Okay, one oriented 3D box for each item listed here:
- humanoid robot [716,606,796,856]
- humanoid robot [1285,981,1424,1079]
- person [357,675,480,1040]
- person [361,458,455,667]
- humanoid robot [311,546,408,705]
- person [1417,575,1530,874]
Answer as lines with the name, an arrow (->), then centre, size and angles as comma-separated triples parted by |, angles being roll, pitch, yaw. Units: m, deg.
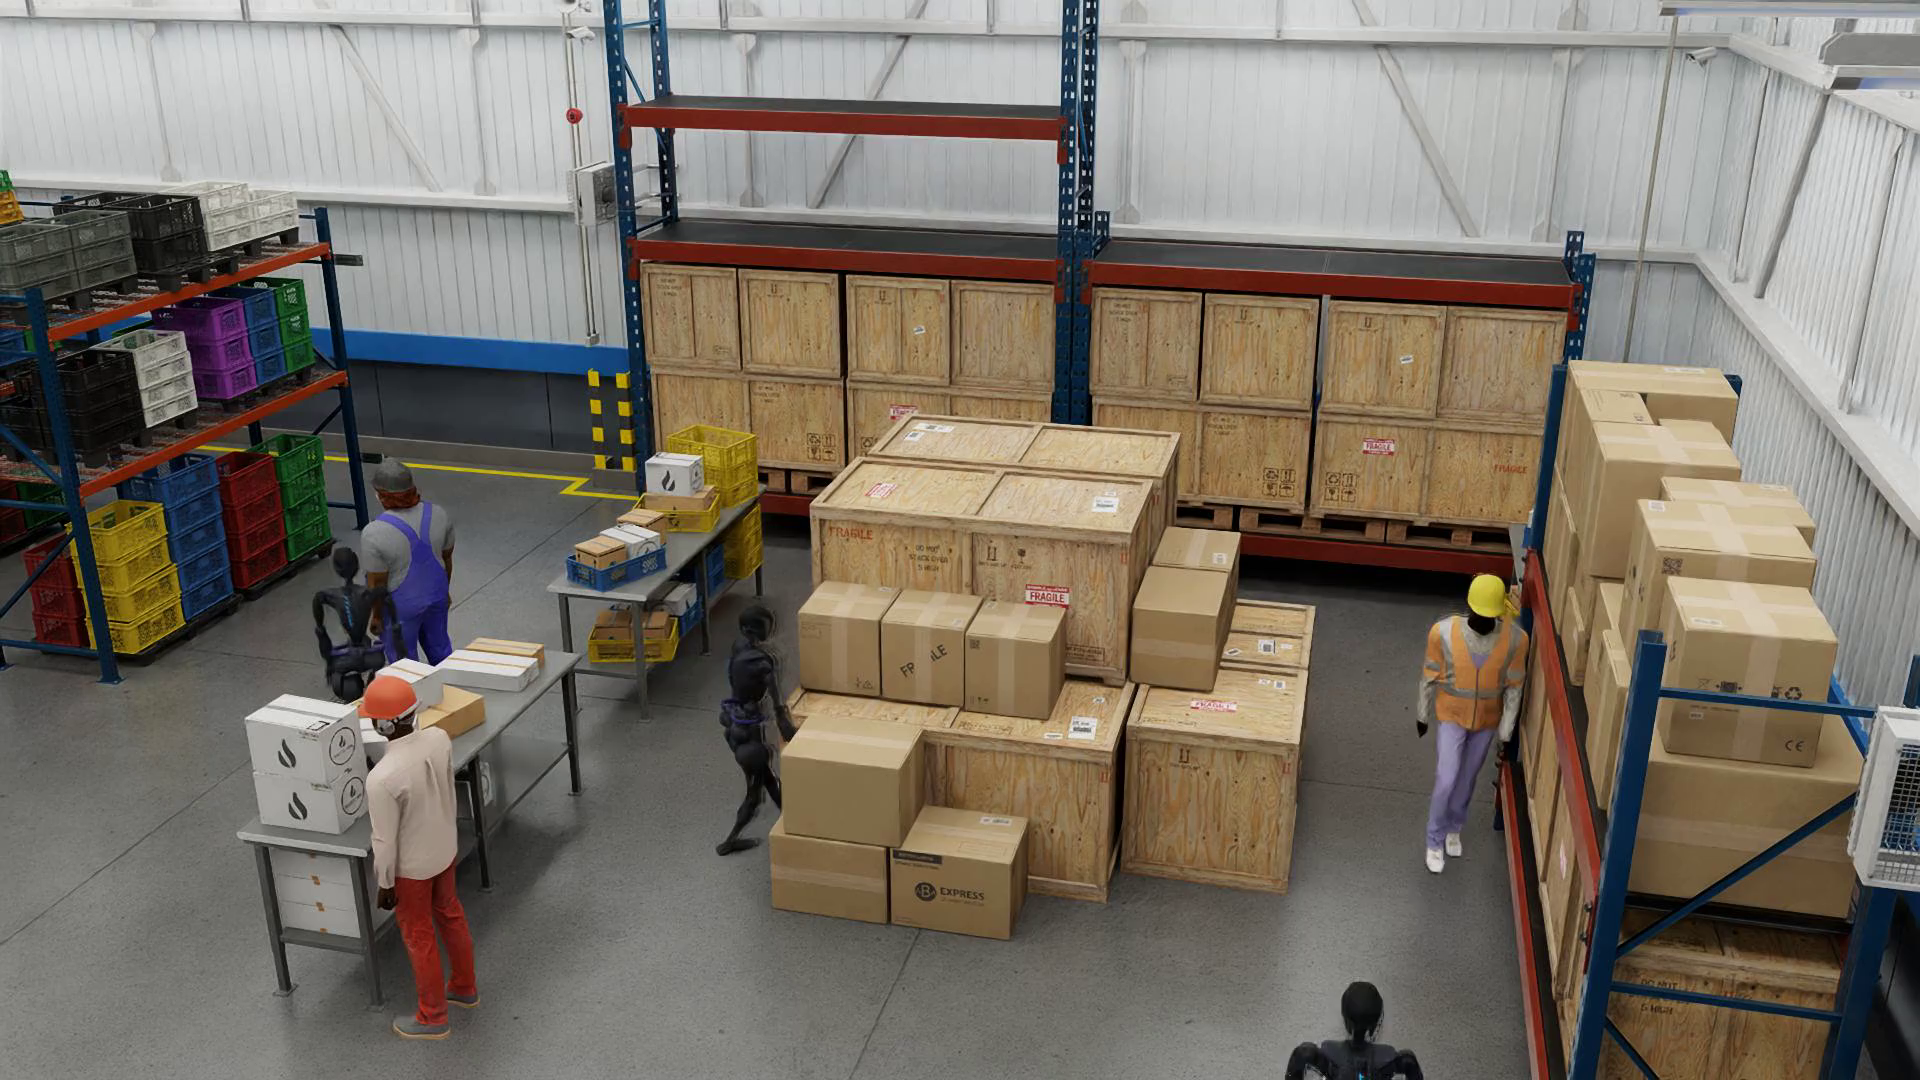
humanoid robot -> -1.188, 1.146, 10.131 | 0.648, 1.612, 0.683 | -10, 23, -24
humanoid robot -> 1.543, 2.459, 6.653 | 0.554, 1.645, 0.479 | 1, 21, 2
person -> -2.770, 1.601, 8.462 | 0.405, 1.986, 0.614 | 6, 22, 16
person -> -3.843, 0.398, 11.527 | 0.539, 2.000, 0.685 | 14, 25, 33
humanoid robot -> -3.897, 0.825, 10.931 | 0.597, 1.638, 0.476 | -5, 21, -13
person -> 3.043, 1.093, 9.895 | 0.578, 1.897, 0.686 | 2, 21, 5
